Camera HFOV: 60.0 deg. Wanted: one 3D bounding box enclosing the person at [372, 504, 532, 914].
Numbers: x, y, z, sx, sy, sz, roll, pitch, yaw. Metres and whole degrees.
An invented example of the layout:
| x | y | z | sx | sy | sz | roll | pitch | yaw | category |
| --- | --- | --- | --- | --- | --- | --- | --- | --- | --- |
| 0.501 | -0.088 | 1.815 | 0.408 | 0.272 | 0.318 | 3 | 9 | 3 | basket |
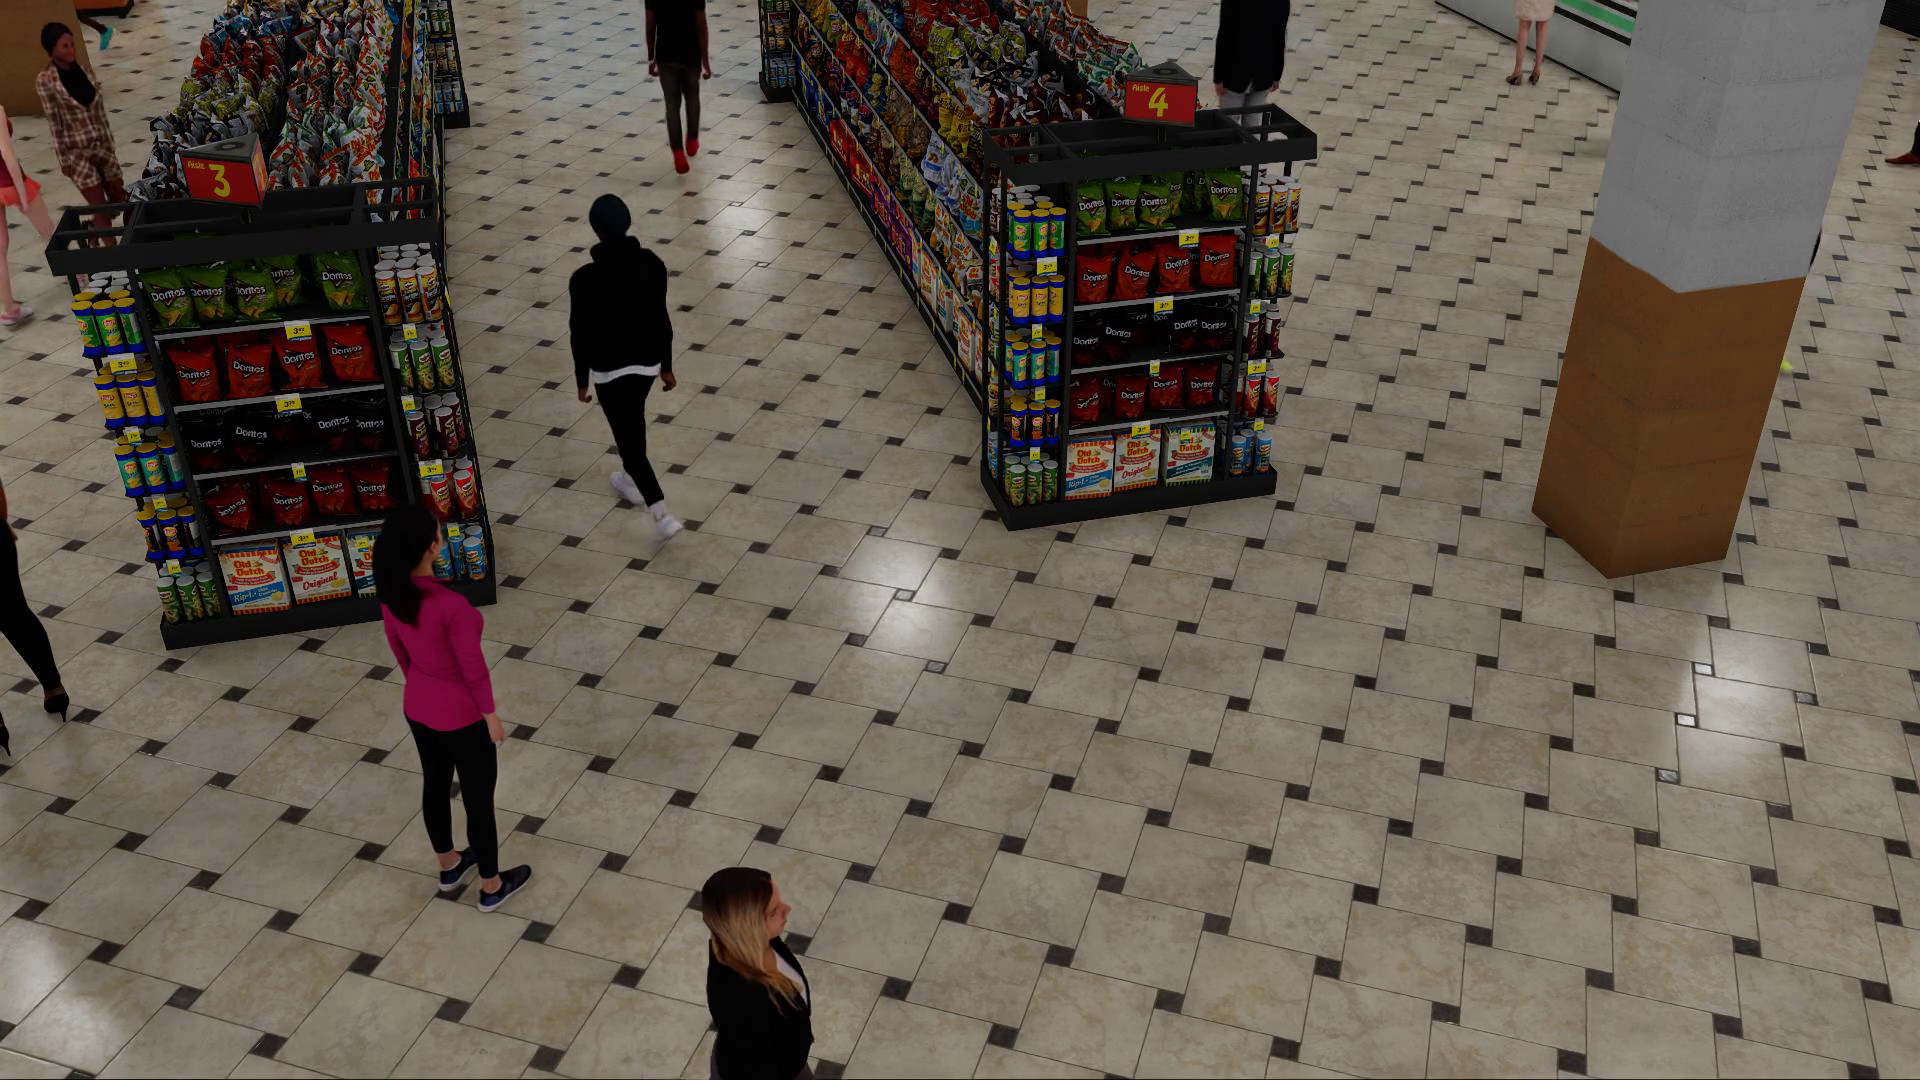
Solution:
| x | y | z | sx | sy | sz | roll | pitch | yaw | category |
| --- | --- | --- | --- | --- | --- | --- | --- | --- | --- |
| -1.880 | 0.627 | 6.068 | 0.673 | 1.700 | 0.730 | 16 | 35 | 24 | person |

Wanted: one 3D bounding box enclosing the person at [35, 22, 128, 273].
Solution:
| x | y | z | sx | sy | sz | roll | pitch | yaw | category |
| --- | --- | --- | --- | --- | --- | --- | --- | --- | --- |
| -5.874 | -2.556 | 11.109 | 0.942 | 1.780 | 0.883 | 17 | 36 | 25 | person |

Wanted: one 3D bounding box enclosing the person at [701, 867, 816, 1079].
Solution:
| x | y | z | sx | sy | sz | roll | pitch | yaw | category |
| --- | --- | --- | --- | --- | --- | --- | --- | --- | --- |
| -0.658 | 1.550 | 4.625 | 0.713 | 1.657 | 0.652 | -4 | 32 | -6 | person |

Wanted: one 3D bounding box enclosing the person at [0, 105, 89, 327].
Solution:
| x | y | z | sx | sy | sz | roll | pitch | yaw | category |
| --- | --- | --- | --- | --- | --- | --- | --- | --- | --- |
| -6.171 | -2.209 | 10.614 | 0.863 | 1.712 | 1.166 | 4 | 32 | 6 | person |

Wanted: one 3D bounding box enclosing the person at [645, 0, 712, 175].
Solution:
| x | y | z | sx | sy | sz | roll | pitch | yaw | category |
| --- | --- | --- | --- | --- | --- | --- | --- | --- | --- |
| -2.221 | -3.766 | 13.051 | 0.776 | 1.782 | 1.186 | -4 | 32 | -6 | person |

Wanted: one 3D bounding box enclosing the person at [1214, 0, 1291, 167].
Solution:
| x | y | z | sx | sy | sz | roll | pitch | yaw | category |
| --- | --- | --- | --- | --- | --- | --- | --- | --- | --- |
| 2.184 | -3.480 | 12.447 | 0.794 | 1.934 | 0.994 | -3 | 32 | -5 | person |

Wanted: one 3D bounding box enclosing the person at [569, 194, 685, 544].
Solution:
| x | y | z | sx | sy | sz | roll | pitch | yaw | category |
| --- | --- | --- | --- | --- | --- | --- | --- | --- | --- |
| -1.634 | -0.821 | 8.314 | 0.973 | 1.786 | 1.281 | -22 | 38 | -31 | person |

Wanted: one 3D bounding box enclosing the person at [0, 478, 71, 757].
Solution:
| x | y | z | sx | sy | sz | roll | pitch | yaw | category |
| --- | --- | --- | --- | --- | --- | --- | --- | --- | --- |
| -4.103 | 0.067 | 6.834 | 0.800 | 1.842 | 0.748 | 19 | 37 | 27 | person |

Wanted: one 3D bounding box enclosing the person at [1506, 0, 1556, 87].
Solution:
| x | y | z | sx | sy | sz | roll | pitch | yaw | category |
| --- | --- | --- | --- | --- | --- | --- | --- | --- | --- |
| 5.262 | -5.029 | 15.124 | 0.647 | 1.735 | 0.616 | -1 | 32 | -2 | person |
